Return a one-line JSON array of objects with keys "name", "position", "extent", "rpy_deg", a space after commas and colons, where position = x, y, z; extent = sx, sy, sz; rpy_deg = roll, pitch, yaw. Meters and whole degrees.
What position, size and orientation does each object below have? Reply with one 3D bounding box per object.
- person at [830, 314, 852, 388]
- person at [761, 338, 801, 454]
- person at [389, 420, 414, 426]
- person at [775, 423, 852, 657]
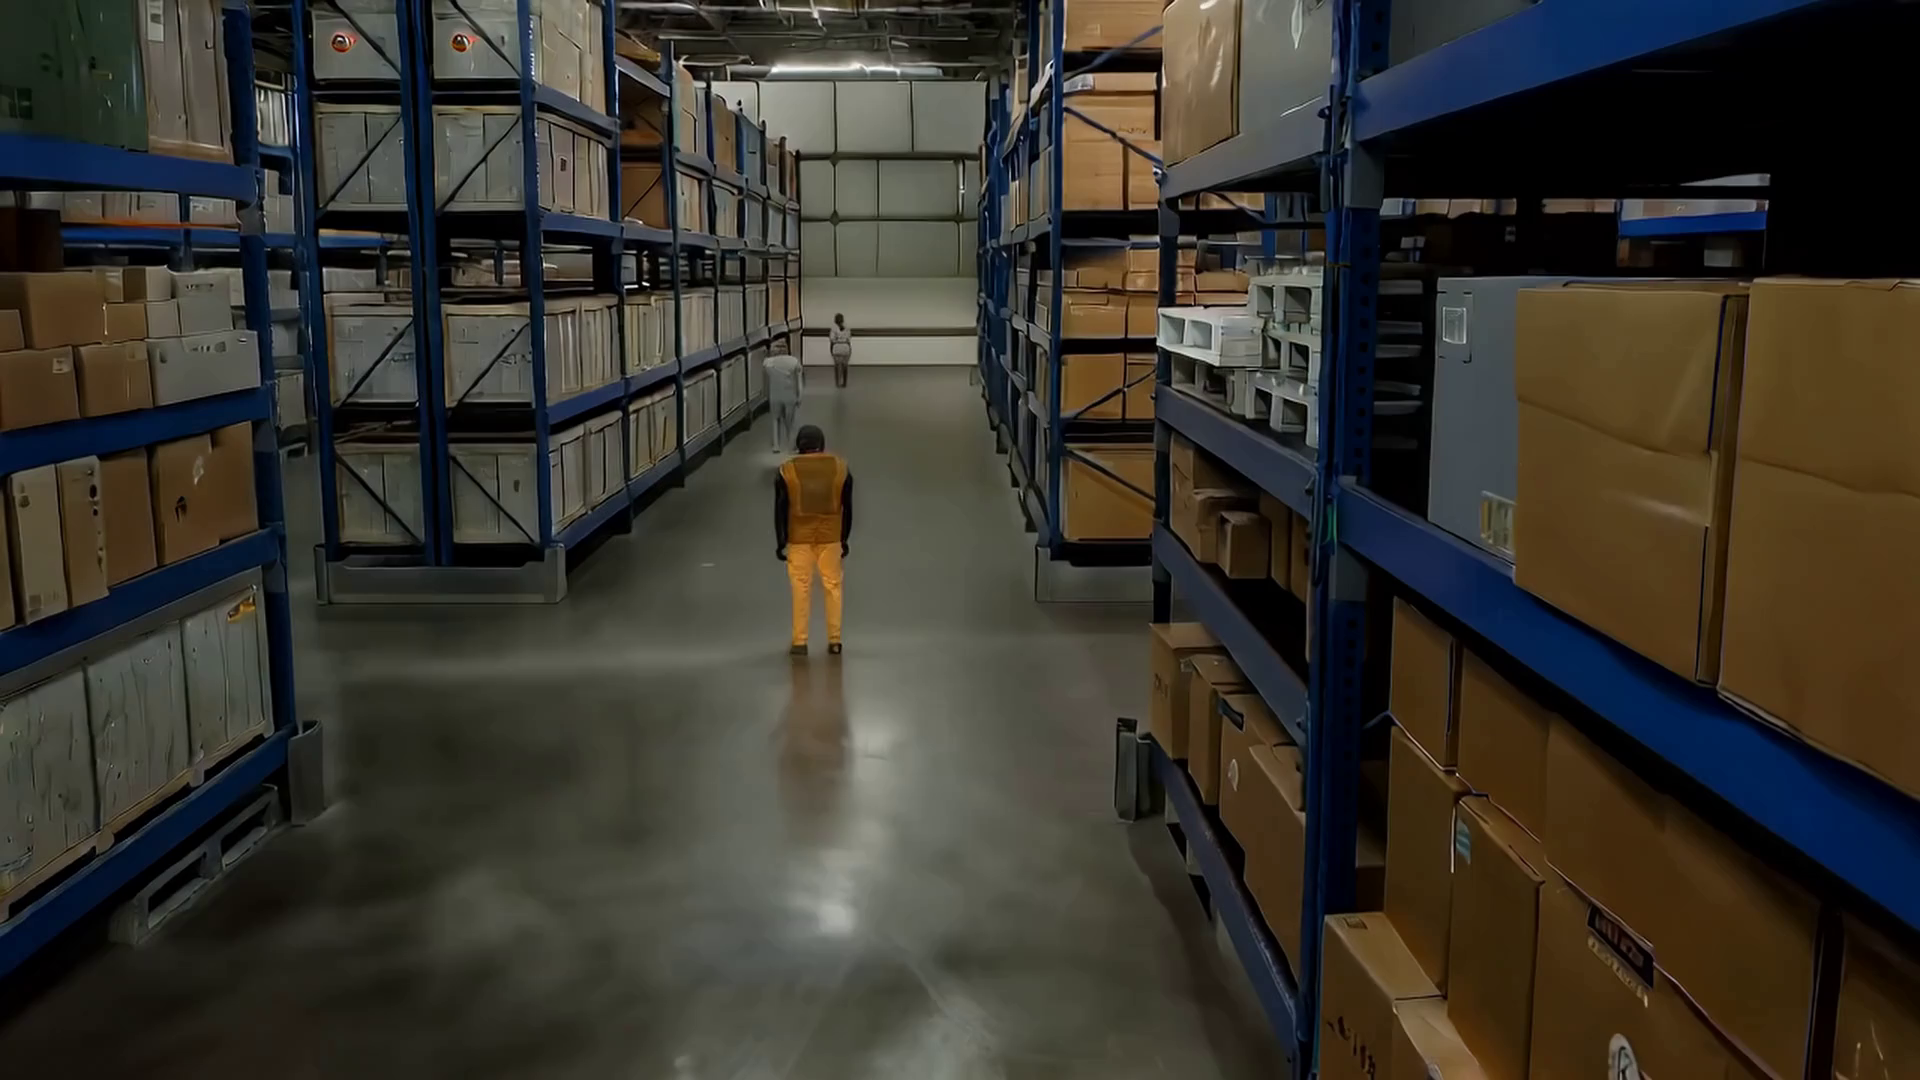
[{"name": "person", "position": [-3.036, -4.810, 42.404], "extent": [0.556, 1.874, 1.019], "rpy_deg": [0, 9, -3]}, {"name": "person", "position": [-2.912, -2.352, 27.315], "extent": [0.686, 1.897, 0.512], "rpy_deg": [3, 10, 15]}, {"name": "person", "position": [-6.613, -1.140, 20.084], "extent": [0.561, 1.828, 0.417], "rpy_deg": [-7, 11, -35]}, {"name": "person", "position": [-1.153, 0.000, 13.043], "extent": [0.625, 1.841, 0.429], "rpy_deg": [-3, 10, -20]}]
